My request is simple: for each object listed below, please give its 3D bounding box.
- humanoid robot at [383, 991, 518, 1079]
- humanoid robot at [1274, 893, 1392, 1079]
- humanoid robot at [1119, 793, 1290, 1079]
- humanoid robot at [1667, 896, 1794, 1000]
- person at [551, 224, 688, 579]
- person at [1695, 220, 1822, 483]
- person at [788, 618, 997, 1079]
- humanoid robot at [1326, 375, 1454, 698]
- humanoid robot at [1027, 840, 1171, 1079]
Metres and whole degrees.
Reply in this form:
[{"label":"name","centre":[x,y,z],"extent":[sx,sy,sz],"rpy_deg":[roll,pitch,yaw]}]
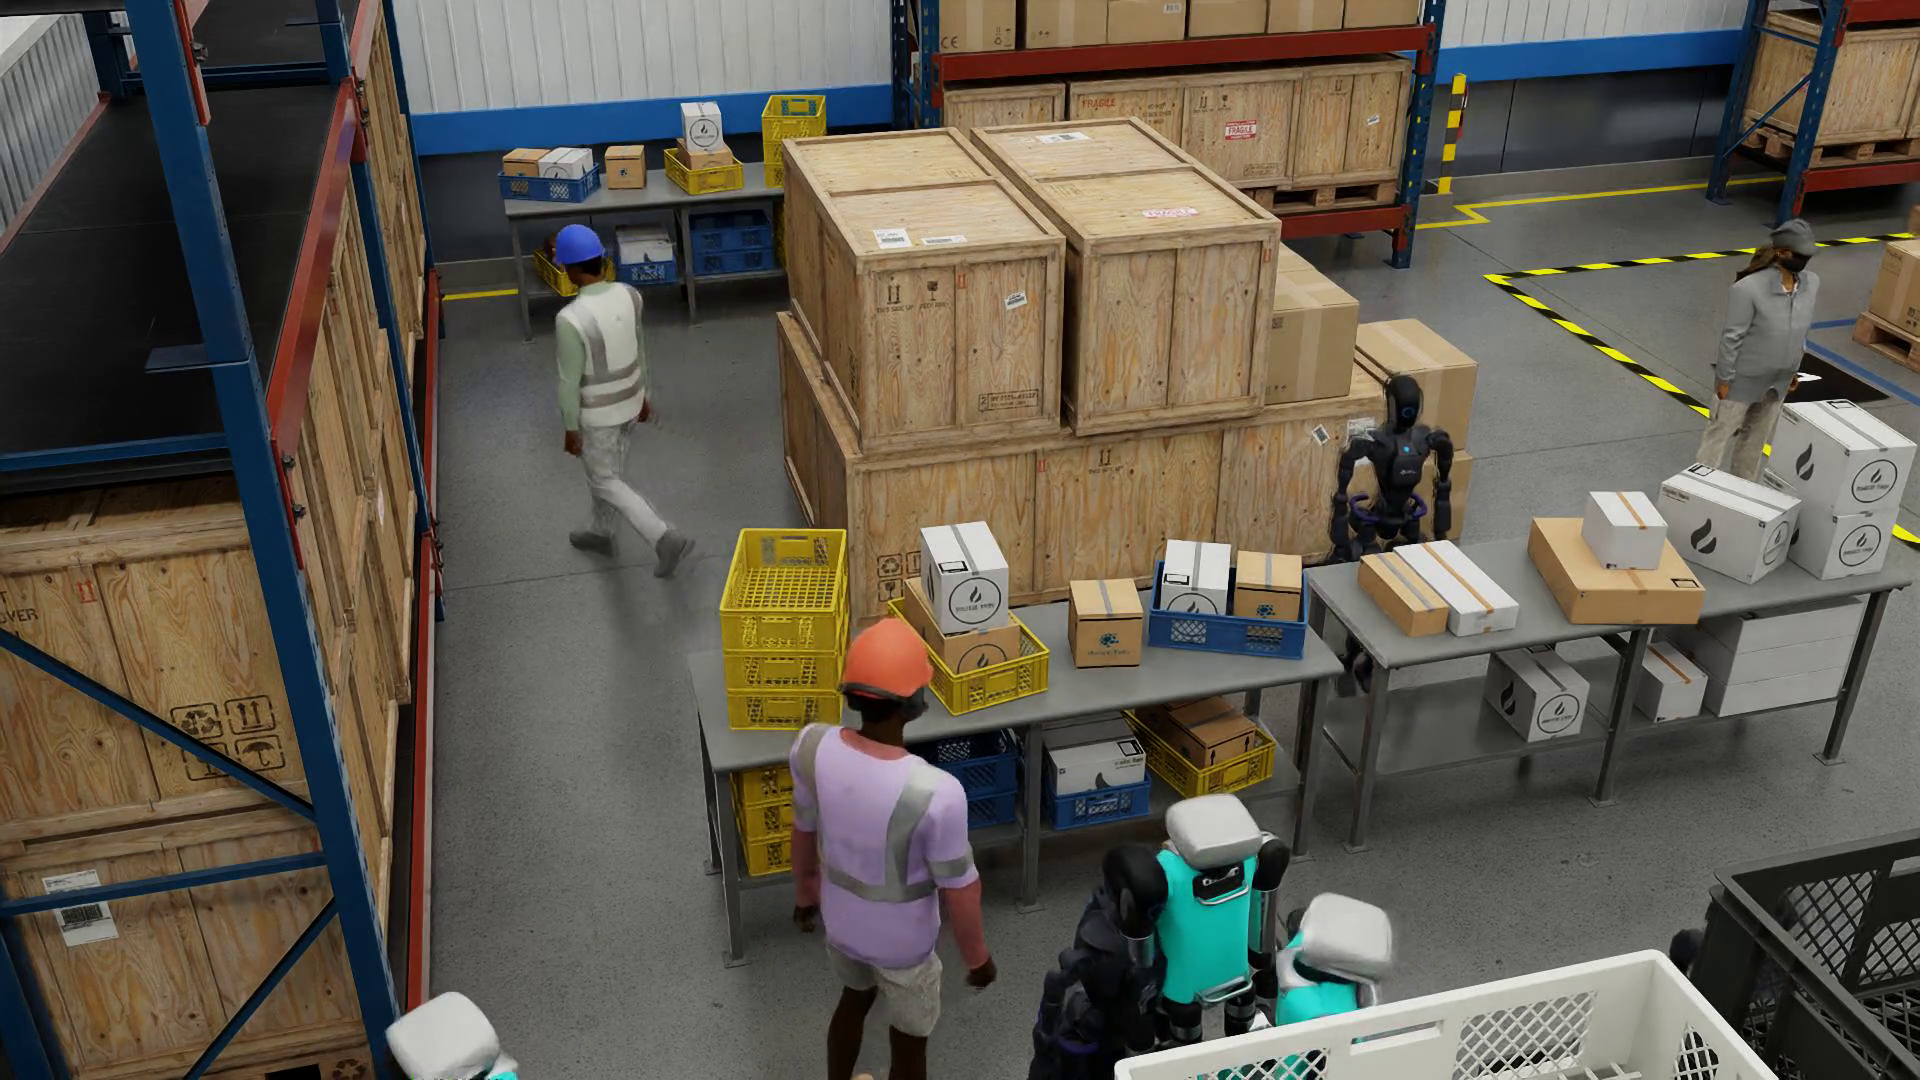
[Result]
[{"label":"humanoid robot","centre":[-1.373,2.011,3.978],"extent":[0.559,1.793,0.936],"rpy_deg":[22,36,34]},{"label":"humanoid robot","centre":[1.148,1.742,4.518],"extent":[0.710,1.876,0.540],"rpy_deg":[2,29,4]},{"label":"humanoid robot","centre":[0.784,1.560,4.671],"extent":[0.530,1.704,0.750],"rpy_deg":[-14,32,-23]},{"label":"humanoid robot","centre":[2.166,1.645,4.682],"extent":[0.535,1.644,0.610],"rpy_deg":[-9,30,-15]},{"label":"person","centre":[-1.800,-0.692,8.676],"extent":[0.863,1.910,0.634],"rpy_deg":[14,32,24]},{"label":"person","centre":[4.419,-0.930,9.248],"extent":[0.572,1.769,0.398],"rpy_deg":[-9,30,-16]},{"label":"person","centre":[-0.210,1.169,5.177],"extent":[0.681,2.031,0.426],"rpy_deg":[20,34,31]},{"label":"humanoid robot","centre":[1.980,0.006,7.648],"extent":[0.610,1.650,0.426],"rpy_deg":[-4,29,-7]},{"label":"humanoid robot","centre":[0.375,1.509,4.926],"extent":[0.611,1.644,0.485],"rpy_deg":[-21,35,-33]}]
